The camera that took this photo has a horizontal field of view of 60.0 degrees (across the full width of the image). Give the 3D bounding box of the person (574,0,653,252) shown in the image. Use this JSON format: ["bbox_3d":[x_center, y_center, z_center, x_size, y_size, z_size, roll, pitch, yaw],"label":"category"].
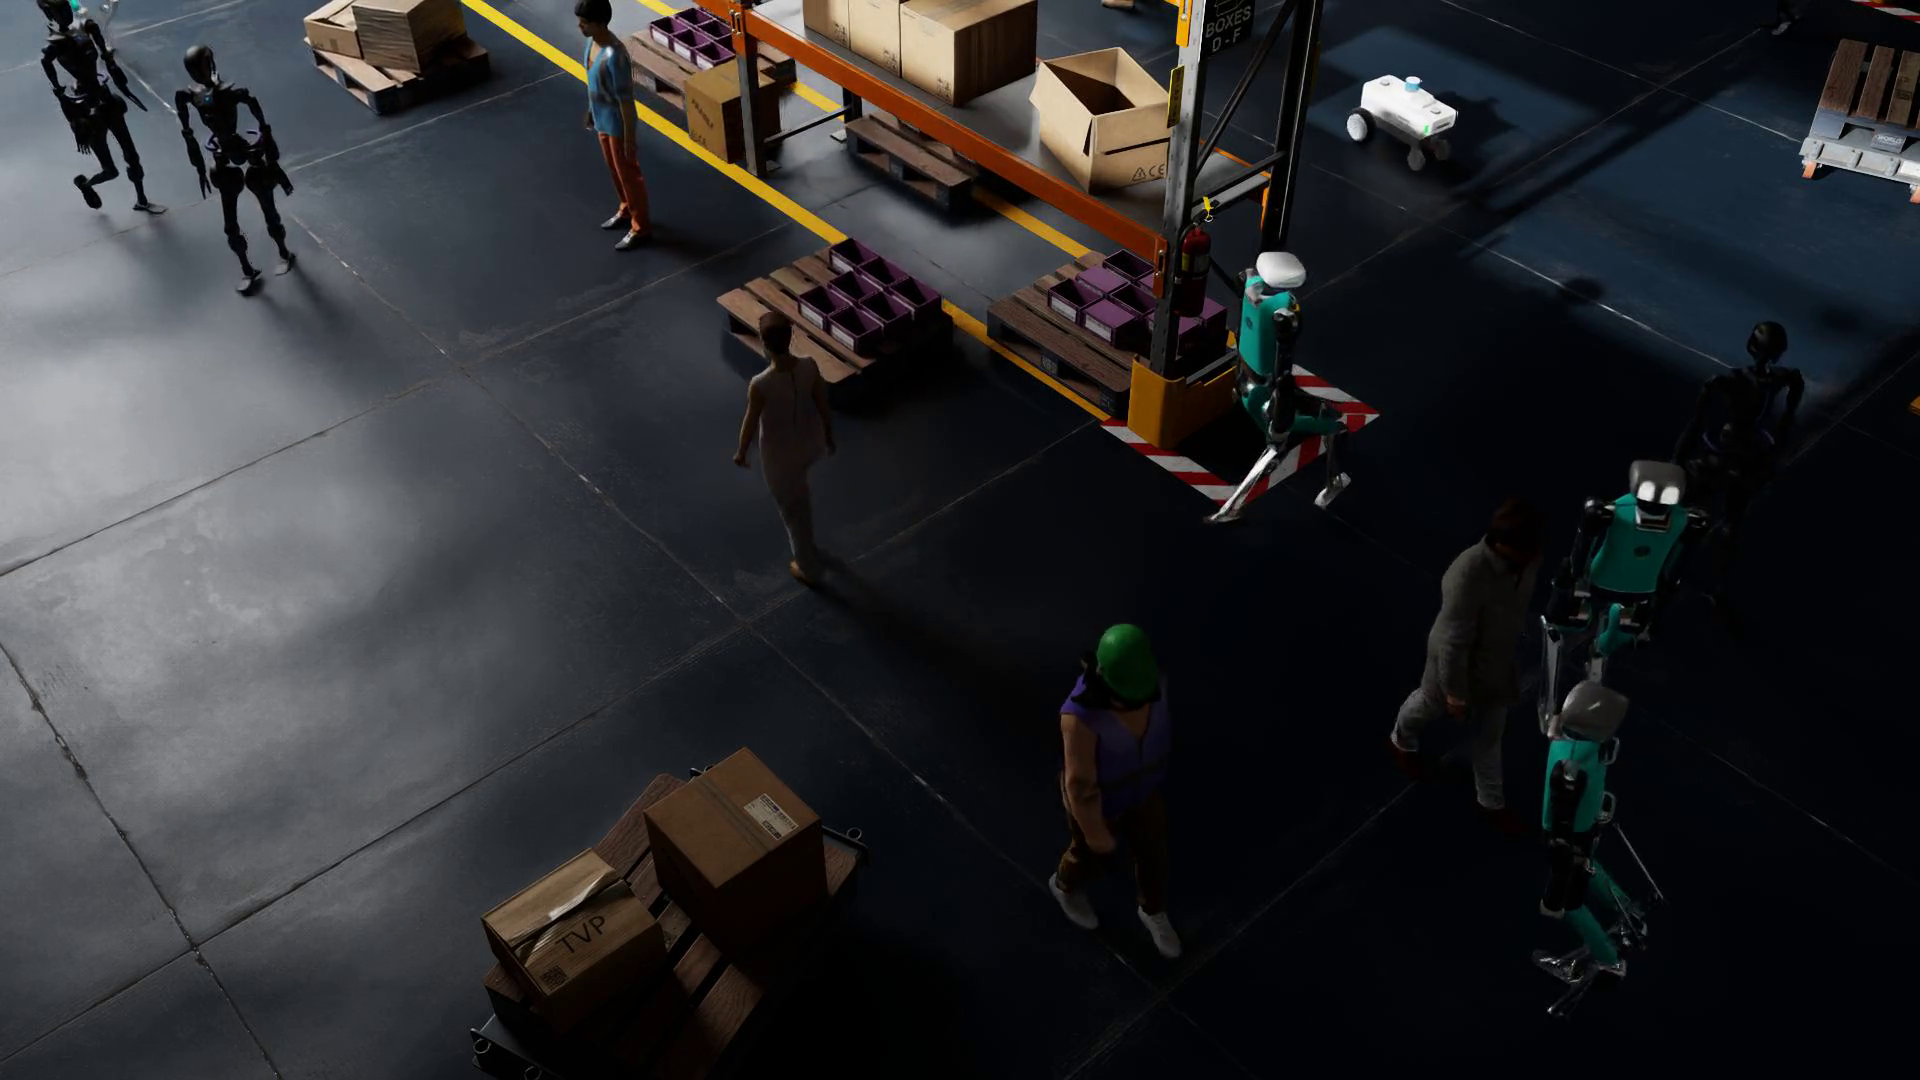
[{"bbox_3d":[-2.297,-2.760,10.994,0.328,1.762,0.492,-21,47,-22],"label":"person"}]

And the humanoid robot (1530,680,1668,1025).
[{"bbox_3d":[2.553,1.328,6.598,0.759,1.810,0.534,18,46,19],"label":"humanoid robot"}]

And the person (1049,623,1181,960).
[{"bbox_3d":[0.616,1.025,6.771,0.554,1.897,0.628,-24,48,-24],"label":"person"}]

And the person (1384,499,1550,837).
[{"bbox_3d":[2.305,0.561,7.358,0.518,1.796,0.808,-18,45,-18],"label":"person"}]

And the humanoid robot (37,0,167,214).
[{"bbox_3d":[-5.910,-2.961,11.285,0.529,1.644,0.590,13,44,14],"label":"humanoid robot"}]

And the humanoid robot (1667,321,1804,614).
[{"bbox_3d":[3.957,-0.406,8.537,0.596,1.627,0.789,-4,43,-4],"label":"humanoid robot"}]

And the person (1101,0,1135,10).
[{"bbox_3d":[1.402,-5.301,13.702,0.346,1.840,0.503,15,45,16],"label":"person"}]

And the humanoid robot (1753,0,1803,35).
[{"bbox_3d":[6.765,-4.896,13.379,0.334,1.643,0.609,10,43,10],"label":"humanoid robot"}]

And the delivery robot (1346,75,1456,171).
[{"bbox_3d":[3.290,-3.132,12.282,0.499,0.584,0.783,-24,48,-24],"label":"delivery robot"}]

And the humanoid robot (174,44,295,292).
[{"bbox_3d":[-4.617,-2.368,10.640,0.609,1.642,0.582,-1,43,-1],"label":"humanoid robot"}]

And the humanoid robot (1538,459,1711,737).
[{"bbox_3d":[2.971,0.258,7.761,0.540,1.844,0.670,5,43,6],"label":"humanoid robot"}]

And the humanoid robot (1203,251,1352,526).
[{"bbox_3d":[1.858,-0.813,8.927,1.008,1.777,0.530,-14,44,-15],"label":"humanoid robot"}]

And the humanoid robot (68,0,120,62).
[{"bbox_3d":[-7.002,-4.559,13.051,0.761,1.882,0.545,26,48,25],"label":"humanoid robot"}]

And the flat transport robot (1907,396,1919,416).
[{"bbox_3d":[6.467,-0.989,10.171,1.431,0.231,0.659,-31,51,-29],"label":"flat transport robot"}]

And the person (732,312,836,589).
[{"bbox_3d":[-0.929,-0.493,8.616,0.477,1.635,0.643,-32,51,-30],"label":"person"}]
